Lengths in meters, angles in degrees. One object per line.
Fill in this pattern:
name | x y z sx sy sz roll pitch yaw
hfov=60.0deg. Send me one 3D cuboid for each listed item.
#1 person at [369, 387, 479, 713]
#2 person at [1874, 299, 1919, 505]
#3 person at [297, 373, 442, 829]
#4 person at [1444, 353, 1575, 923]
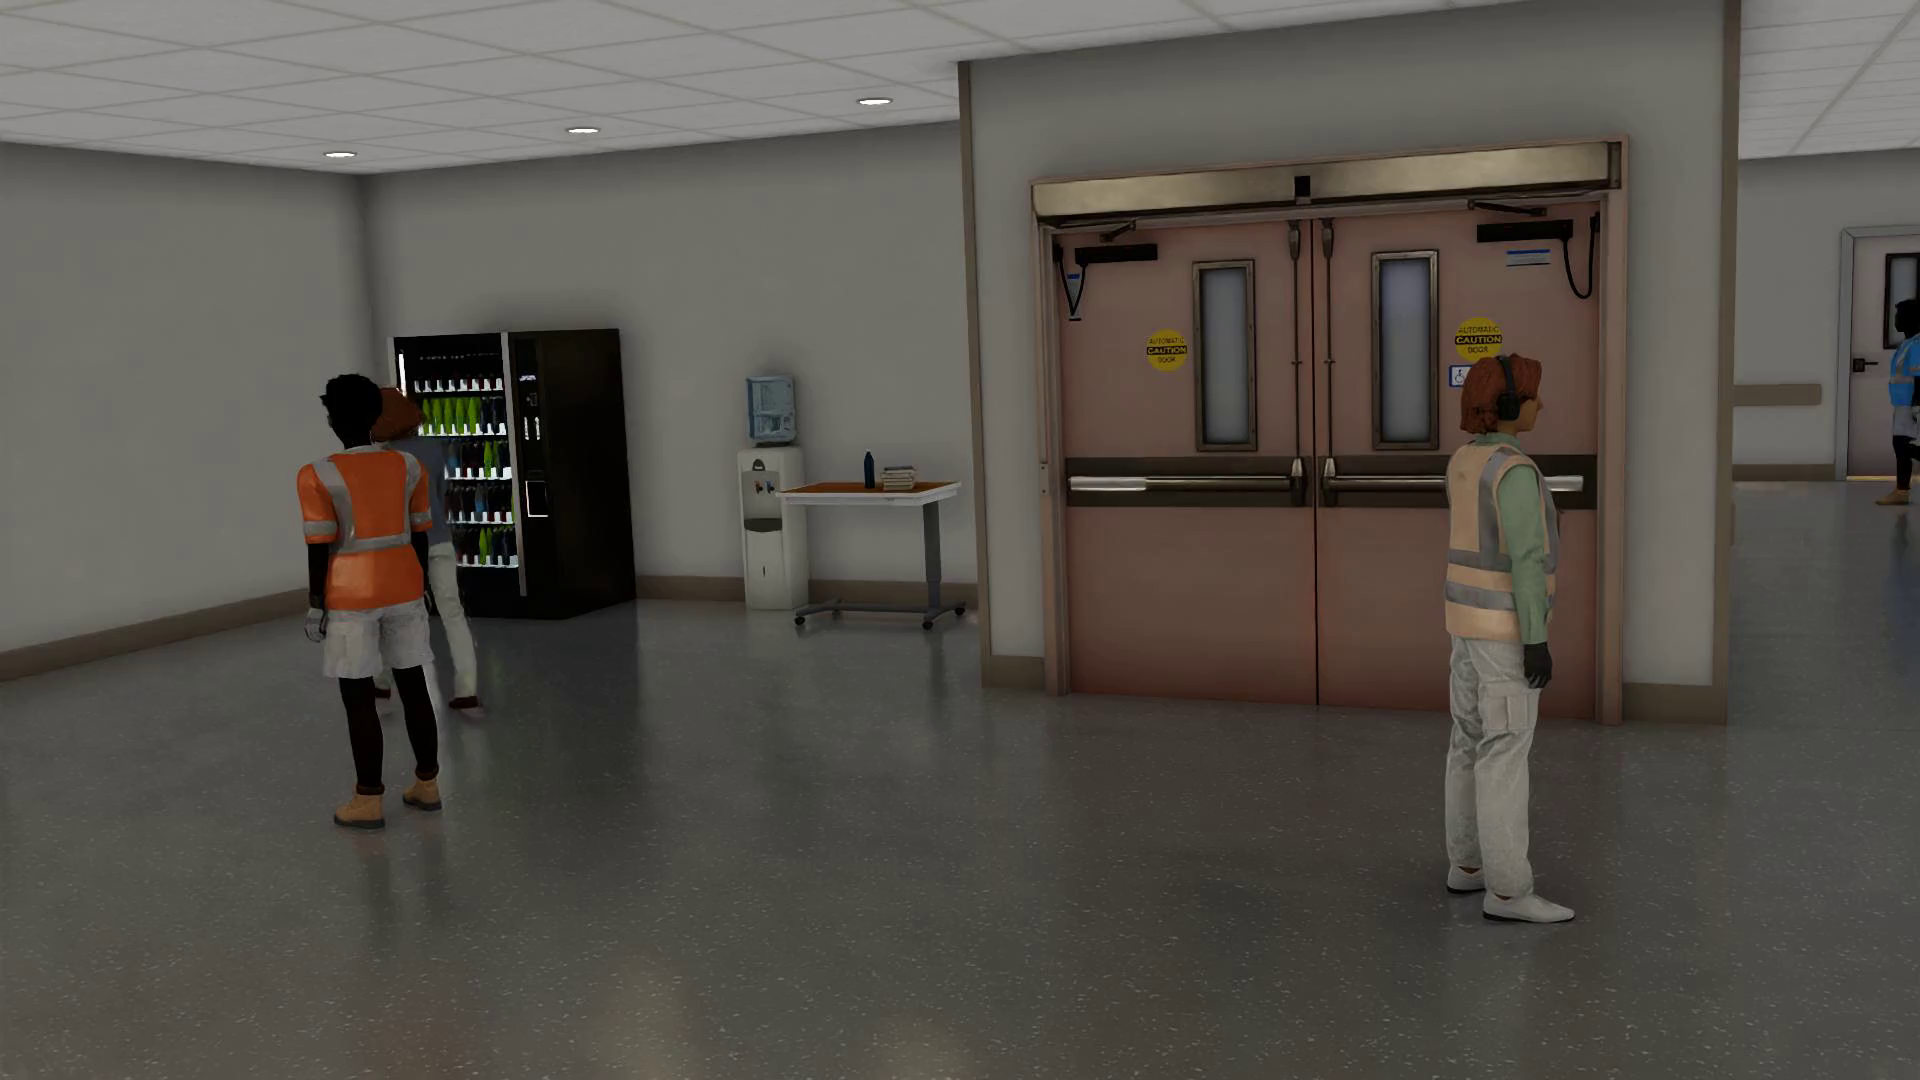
person | -2.714 0.053 8.130 0.847 1.589 0.540 3 9 34
person | 7.735 -1.100 13.435 0.504 1.690 0.535 0 8 19
person | -2.212 0.224 6.244 0.316 1.697 0.542 4 9 38
person | 1.577 0.280 4.863 0.310 1.642 0.514 -3 7 -5
